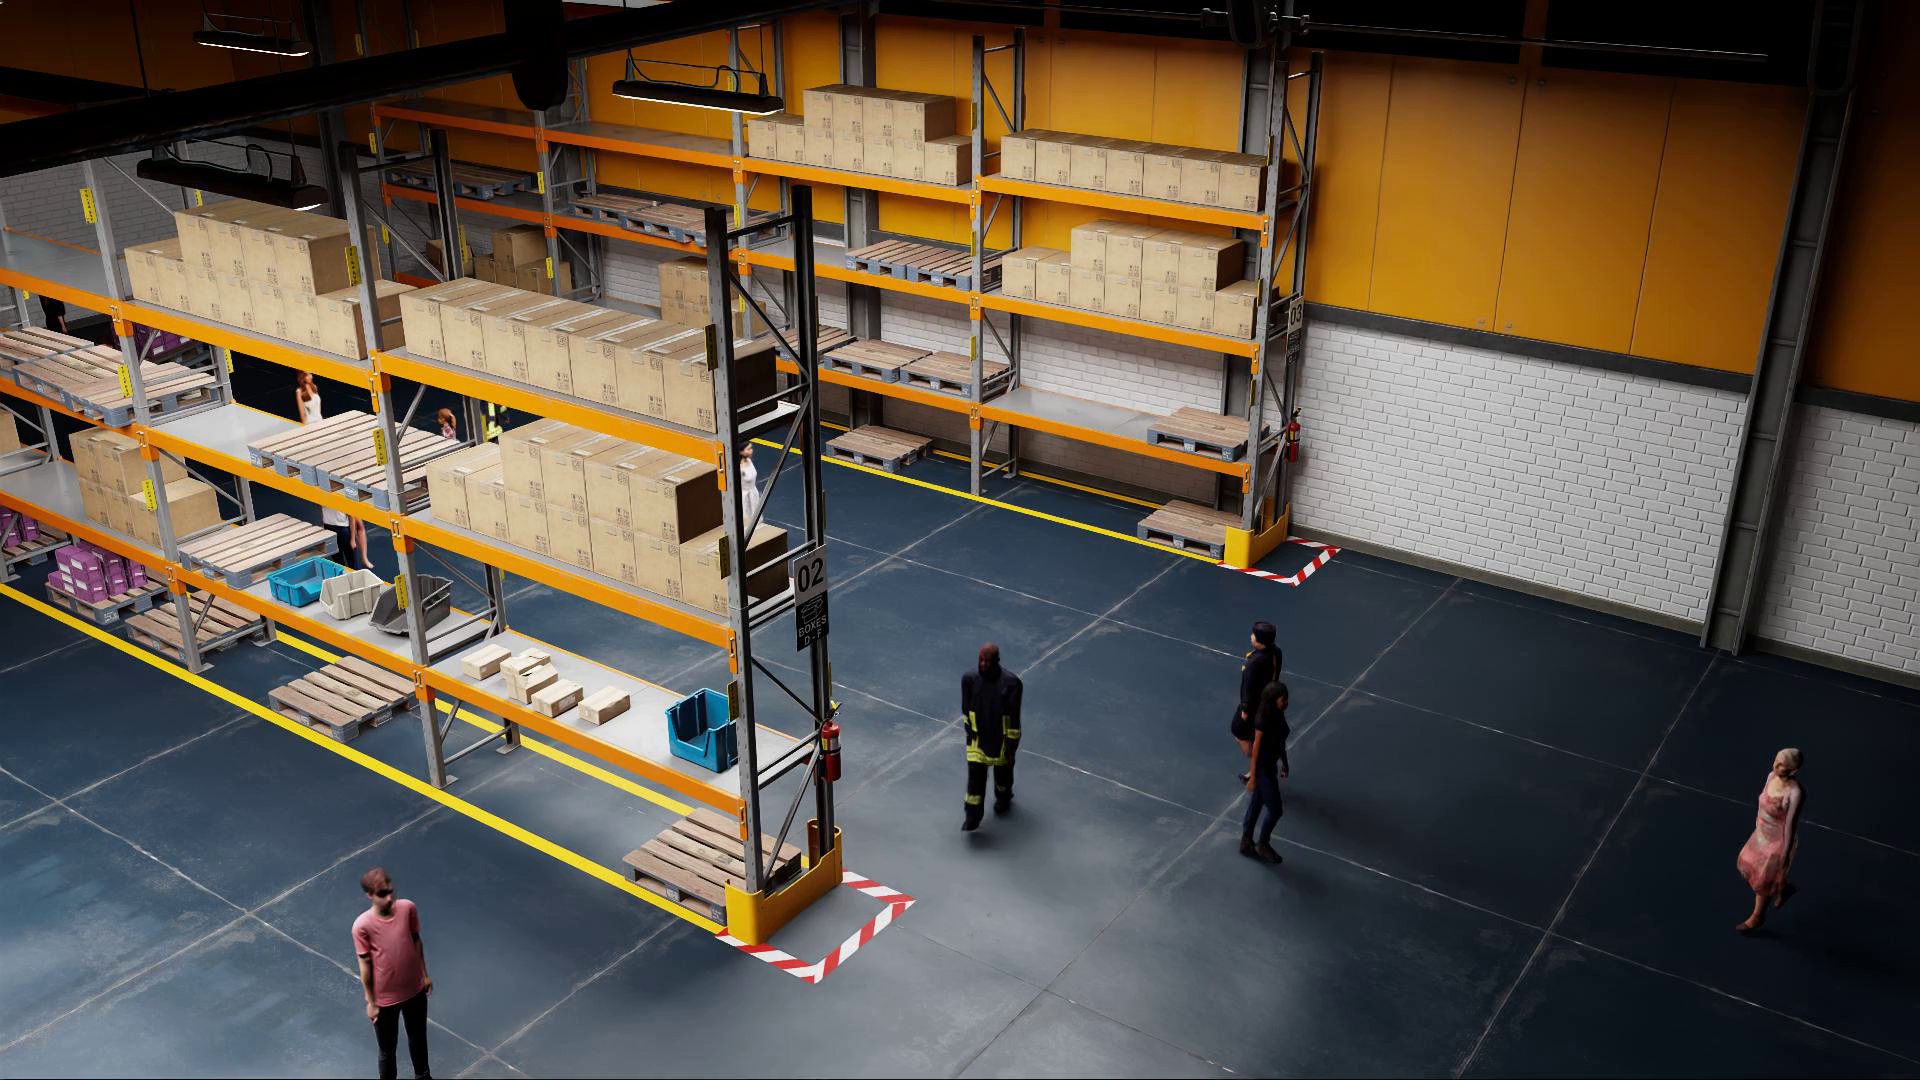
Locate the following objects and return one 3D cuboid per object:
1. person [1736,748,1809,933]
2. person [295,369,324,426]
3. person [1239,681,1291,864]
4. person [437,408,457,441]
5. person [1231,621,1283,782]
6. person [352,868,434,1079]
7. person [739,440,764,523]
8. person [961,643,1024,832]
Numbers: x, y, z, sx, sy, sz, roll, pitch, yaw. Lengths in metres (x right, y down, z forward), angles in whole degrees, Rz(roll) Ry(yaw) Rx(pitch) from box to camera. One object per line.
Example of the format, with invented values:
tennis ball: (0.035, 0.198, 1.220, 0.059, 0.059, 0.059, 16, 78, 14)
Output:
person: (6.661, 2.421, 13.468, 0.908, 1.679, 0.857, -6, 24, -12)
person: (-8.684, -1.482, 22.266, 0.657, 1.784, 0.675, 5, 24, 11)
person: (2.561, 1.979, 14.420, 0.654, 1.726, 0.614, 13, 27, 27)
person: (-6.671, -1.099, 22.024, 0.966, 1.275, 0.893, -4, 24, -8)
person: (2.836, 1.570, 15.433, 0.673, 1.665, 0.730, 19, 30, 36)
person: (-3.915, 3.110, 11.540, 0.573, 1.960, 0.656, 20, 31, 38)
person: (-2.557, -0.381, 19.763, 0.749, 1.770, 0.746, 6, 24, 14)
person: (0.333, 1.689, 15.013, 1.159, 1.783, 1.037, 6, 24, 13)
